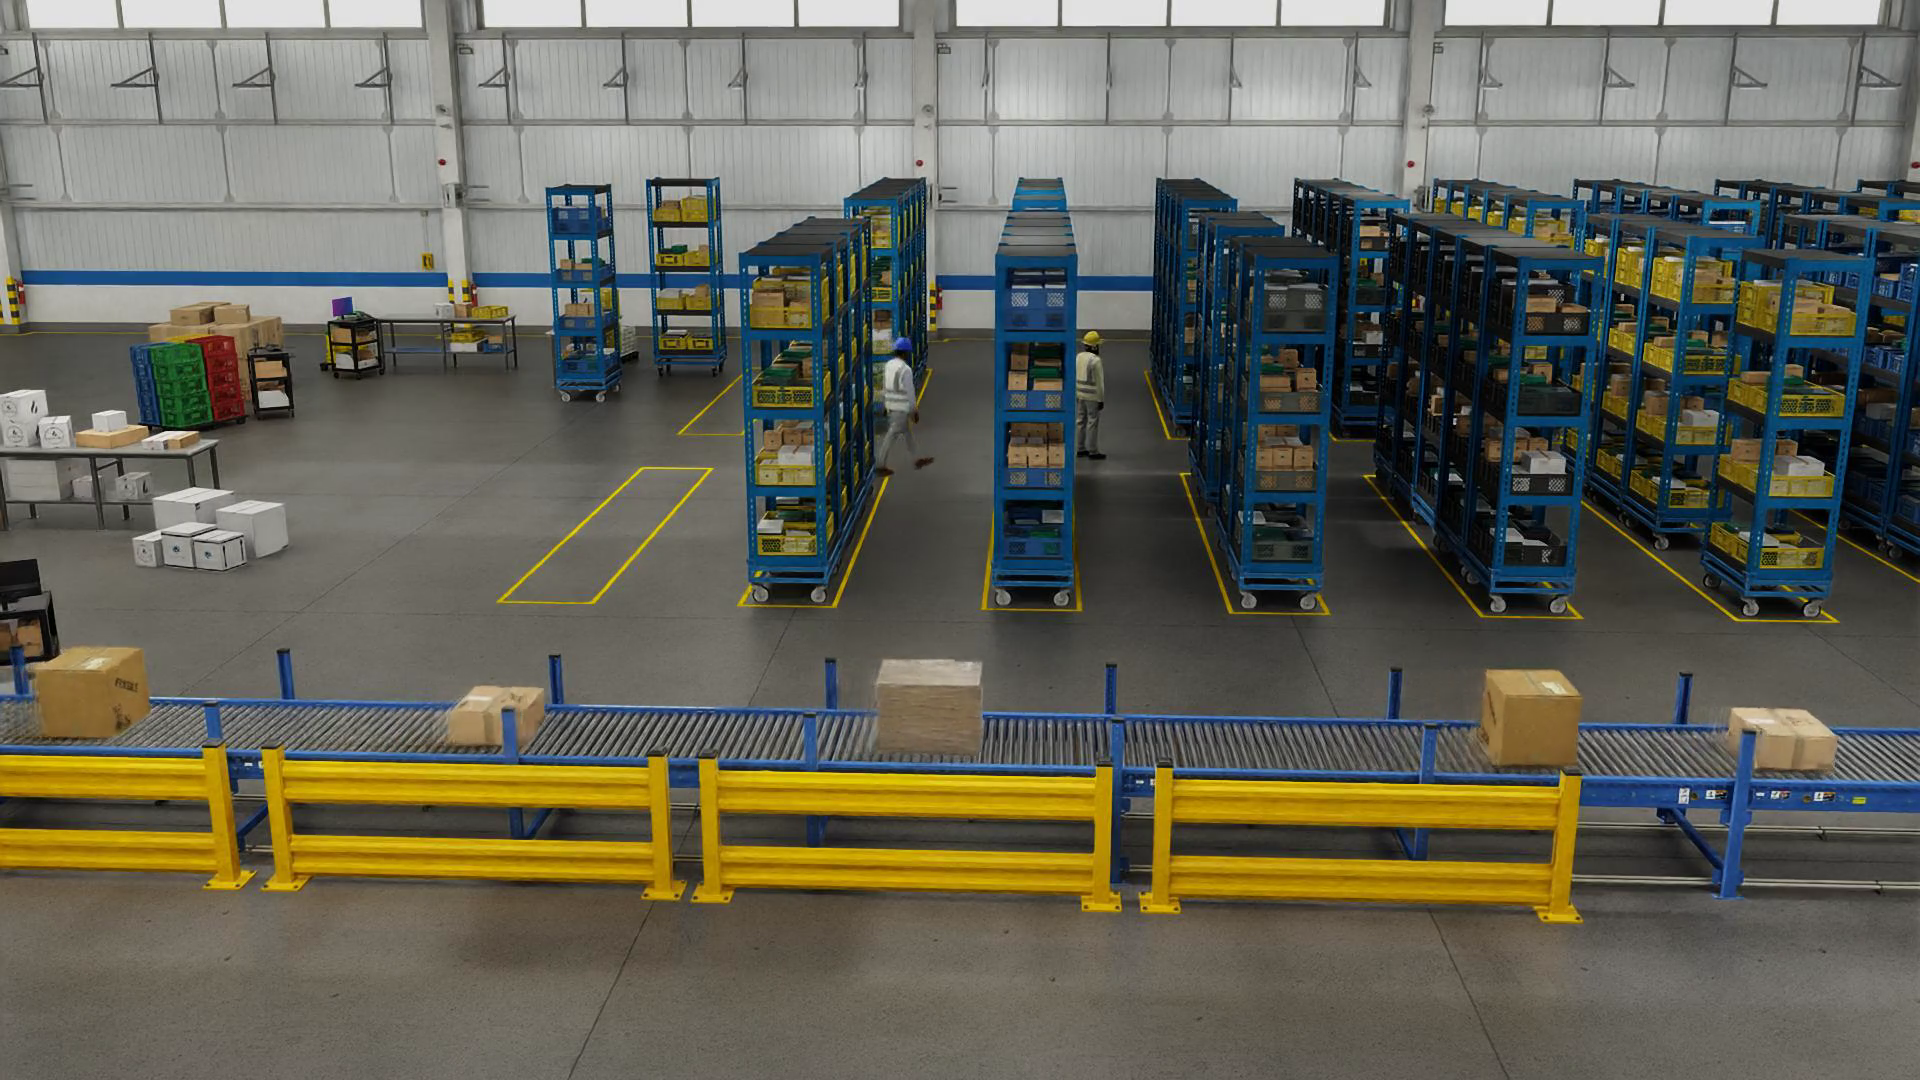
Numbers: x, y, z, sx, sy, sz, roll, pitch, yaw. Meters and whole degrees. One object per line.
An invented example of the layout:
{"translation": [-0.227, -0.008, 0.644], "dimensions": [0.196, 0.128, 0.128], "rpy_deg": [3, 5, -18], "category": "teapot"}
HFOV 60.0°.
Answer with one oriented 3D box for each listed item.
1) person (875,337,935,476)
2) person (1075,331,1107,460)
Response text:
{"translation": [-0.790, -1.829, 22.756], "dimensions": [1.018, 1.897, 0.621], "rpy_deg": [-8, 17, -28], "category": "person"}
{"translation": [1.863, -2.057, 23.697], "dimensions": [0.403, 1.835, 0.586], "rpy_deg": [-10, 18, -33], "category": "person"}
